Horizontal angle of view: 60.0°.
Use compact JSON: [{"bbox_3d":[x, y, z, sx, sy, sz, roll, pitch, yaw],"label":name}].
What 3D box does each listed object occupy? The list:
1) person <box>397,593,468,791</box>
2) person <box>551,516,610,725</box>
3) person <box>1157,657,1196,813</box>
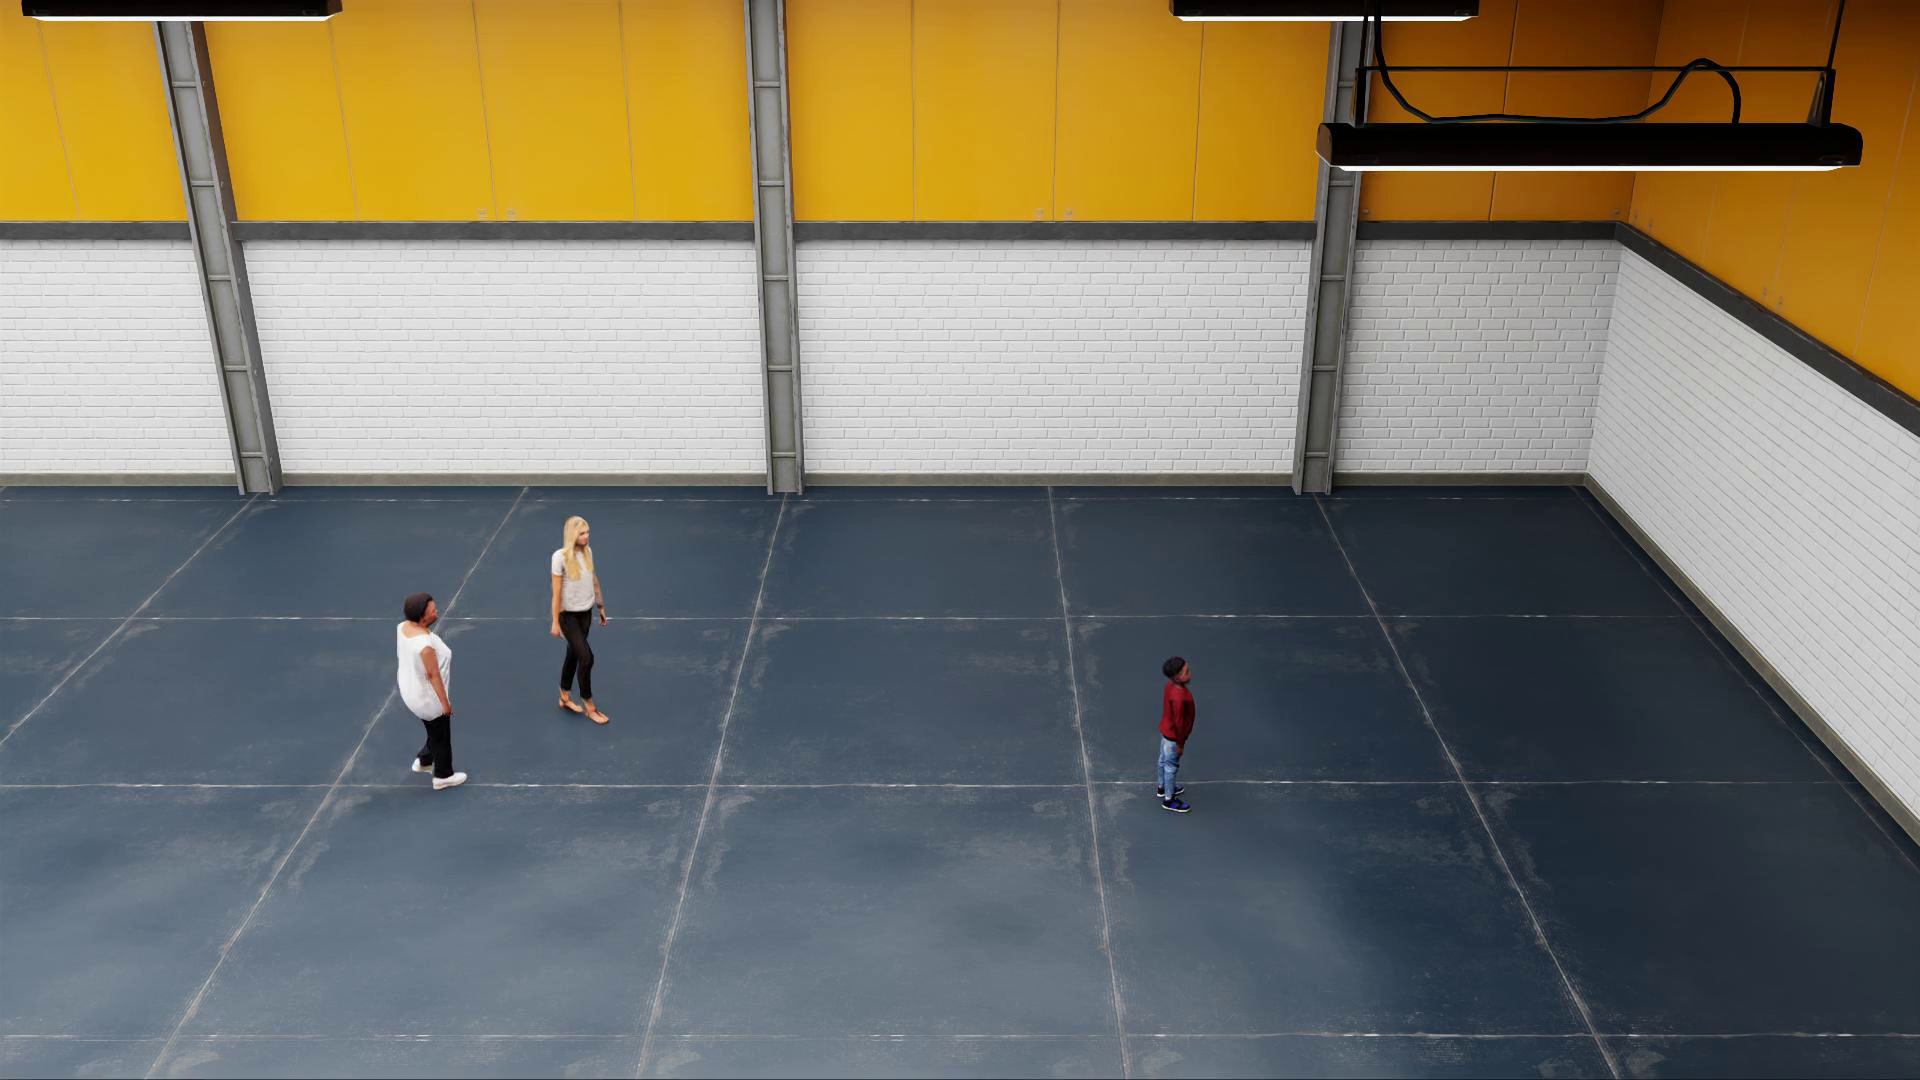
[{"bbox_3d":[-4.169,1.186,12.879,0.814,1.682,0.781,-17,29,-33],"label":"person"},{"bbox_3d":[-3.316,0.633,13.996,0.943,1.799,0.832,13,27,27],"label":"person"},{"bbox_3d":[1.636,1.465,12.772,0.498,1.256,0.516,-2,24,-4],"label":"person"}]
